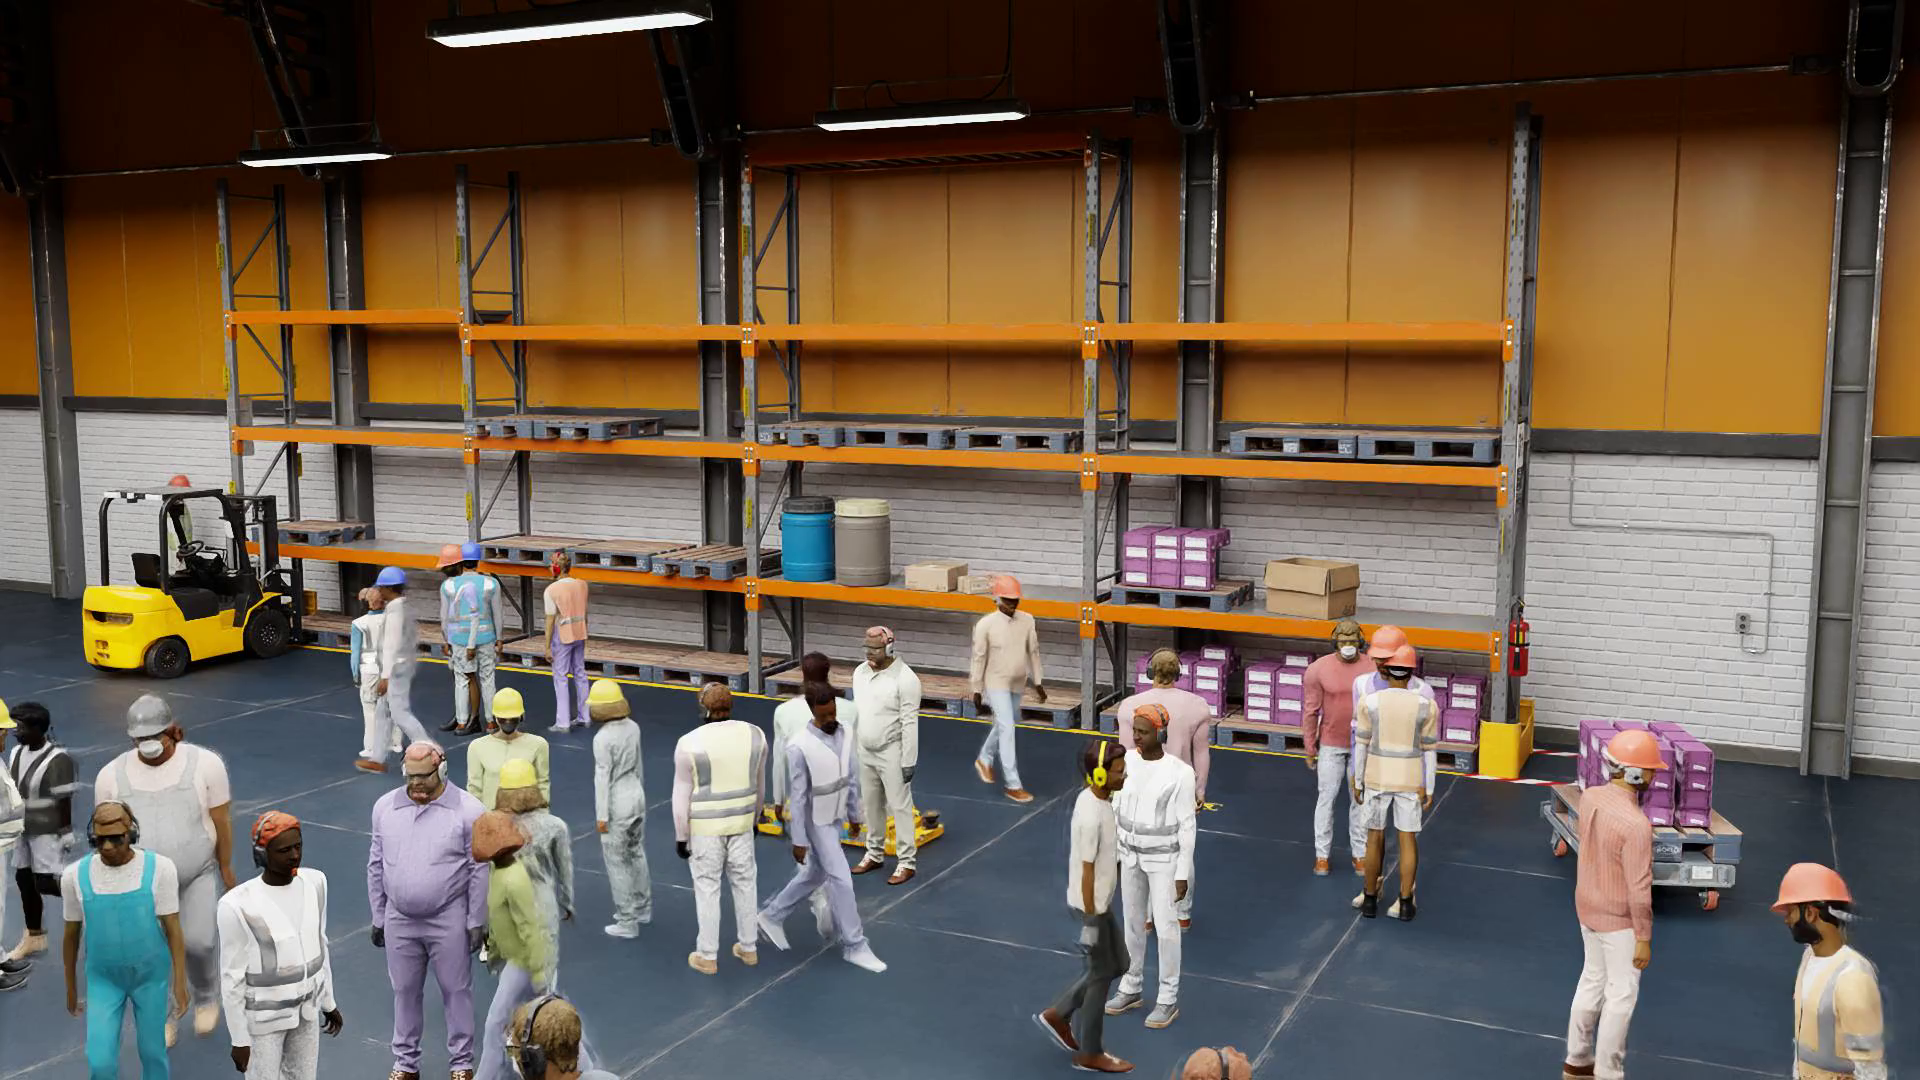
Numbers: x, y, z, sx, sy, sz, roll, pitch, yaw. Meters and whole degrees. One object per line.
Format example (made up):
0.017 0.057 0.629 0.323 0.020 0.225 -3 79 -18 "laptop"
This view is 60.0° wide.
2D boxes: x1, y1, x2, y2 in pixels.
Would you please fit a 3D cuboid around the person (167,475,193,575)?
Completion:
-11.162 0.081 23.868 0.368 2.046 0.608 -2 7 -17 "person"

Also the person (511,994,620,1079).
-1.262 2.390 5.293 0.382 1.928 0.635 2 7 17 "person"

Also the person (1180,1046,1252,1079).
0.738 2.510 5.671 0.879 1.594 0.553 -3 7 -23 "person"

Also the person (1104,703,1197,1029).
1.100 1.878 9.688 0.573 1.883 0.355 6 9 42 "person"

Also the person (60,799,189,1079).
-3.976 2.121 7.934 0.545 1.824 0.536 -3 7 -21 "person"

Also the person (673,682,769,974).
-1.519 1.803 10.495 0.630 1.840 0.429 -4 8 -31 "person"

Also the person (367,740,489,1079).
-2.798 1.984 8.734 0.641 1.905 0.410 0 7 2 "person"

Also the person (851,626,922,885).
-0.575 1.567 12.222 0.641 1.899 0.394 6 9 41 "person"

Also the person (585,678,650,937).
-2.278 1.780 11.169 0.455 1.720 0.505 3 7 22 "person"

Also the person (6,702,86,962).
-5.902 1.854 10.723 0.537 1.679 0.519 4 8 30 "person"

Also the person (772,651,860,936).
-0.940 1.703 11.129 0.600 1.896 0.742 -2 7 -19 "person"

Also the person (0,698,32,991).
-5.935 1.853 10.169 0.403 1.819 0.602 -4 8 -27 "person"

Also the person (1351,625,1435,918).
2.953 1.589 11.488 0.603 2.035 0.412 6 9 42 "person"

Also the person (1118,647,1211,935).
1.356 1.676 11.132 0.631 1.939 0.370 -1 7 -6 "person"

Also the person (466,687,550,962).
-2.893 1.815 10.690 0.522 1.768 0.313 -2 7 -18 "person"

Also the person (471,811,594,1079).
-2.276 2.168 8.539 0.871 1.574 0.529 -3 8 -23 "person"

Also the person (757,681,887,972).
-0.917 1.784 10.605 0.949 1.859 0.626 4 8 28 "person"

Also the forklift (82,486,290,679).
-9.426 0.454 20.179 1.214 2.155 2.313 3 8 26 "forklift"

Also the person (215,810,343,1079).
-3.041 2.145 7.480 0.354 1.883 0.573 3 8 26 "person"

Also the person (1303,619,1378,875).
2.863 1.533 12.352 0.636 1.932 0.365 0 7 2 "person"

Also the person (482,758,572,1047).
-2.380 2.033 9.120 0.499 1.712 0.754 -2 7 -14 "person"

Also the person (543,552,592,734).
-3.968 1.038 16.839 0.385 1.835 0.562 4 8 33 "person"

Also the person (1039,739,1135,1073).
0.724 1.973 9.001 0.460 1.854 0.553 1 7 9 "person"

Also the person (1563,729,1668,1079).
3.427 1.956 8.662 0.410 1.980 0.625 -1 7 -8 "person"

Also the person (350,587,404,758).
-5.547 1.260 15.841 0.314 1.633 0.519 7 10 44 "person"

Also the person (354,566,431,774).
-5.151 1.206 15.215 0.750 1.918 0.665 -2 7 -16 "person"

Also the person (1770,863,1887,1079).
3.548 2.254 6.597 0.608 1.886 0.634 1 7 6 "person"

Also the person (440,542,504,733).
-4.903 0.991 16.749 0.605 1.948 0.391 -2 7 -13 "person"

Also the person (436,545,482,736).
-5.043 1.005 16.721 0.385 1.927 0.545 -6 9 -43 "person"

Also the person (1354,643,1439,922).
2.984 1.651 11.411 0.548 1.925 0.392 2 7 13 "person"

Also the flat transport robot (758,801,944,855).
-0.909 2.241 13.291 1.431 0.197 0.652 4 8 29 "flat transport robot"

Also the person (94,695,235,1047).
-4.458 1.845 9.312 0.715 2.000 0.537 -2 7 -16 "person"

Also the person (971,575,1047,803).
0.369 1.251 14.616 0.612 1.957 0.987 -5 9 -36 "person"
